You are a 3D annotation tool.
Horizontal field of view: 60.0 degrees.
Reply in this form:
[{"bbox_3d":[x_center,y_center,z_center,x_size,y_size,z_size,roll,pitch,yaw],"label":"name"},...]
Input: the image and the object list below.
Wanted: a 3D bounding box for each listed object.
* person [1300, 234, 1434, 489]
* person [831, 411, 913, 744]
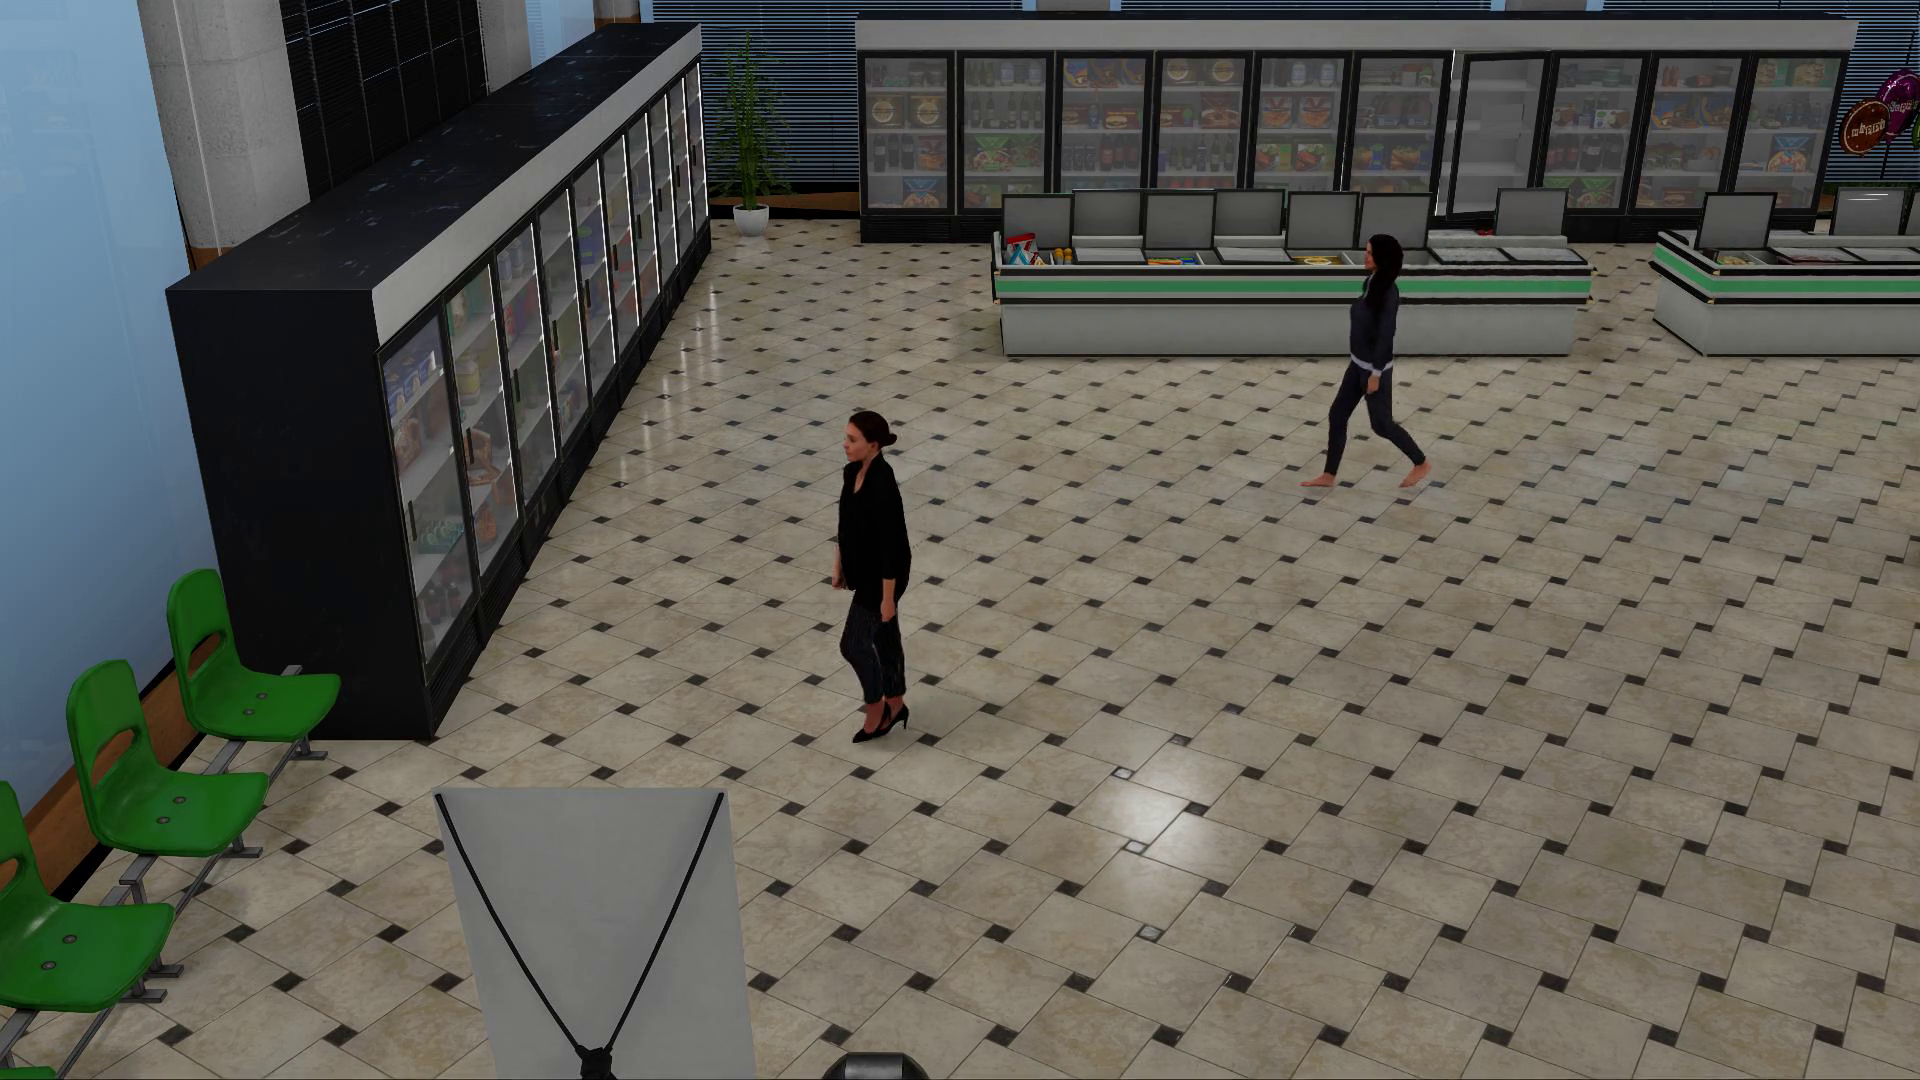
[{"bbox_3d":[2.804,-1.128,10.982,1.165,1.731,0.762,-5,24,-11],"label":"person"},{"bbox_3d":[-0.322,0.181,8.023,0.755,1.706,0.751,-9,25,-20],"label":"person"}]
